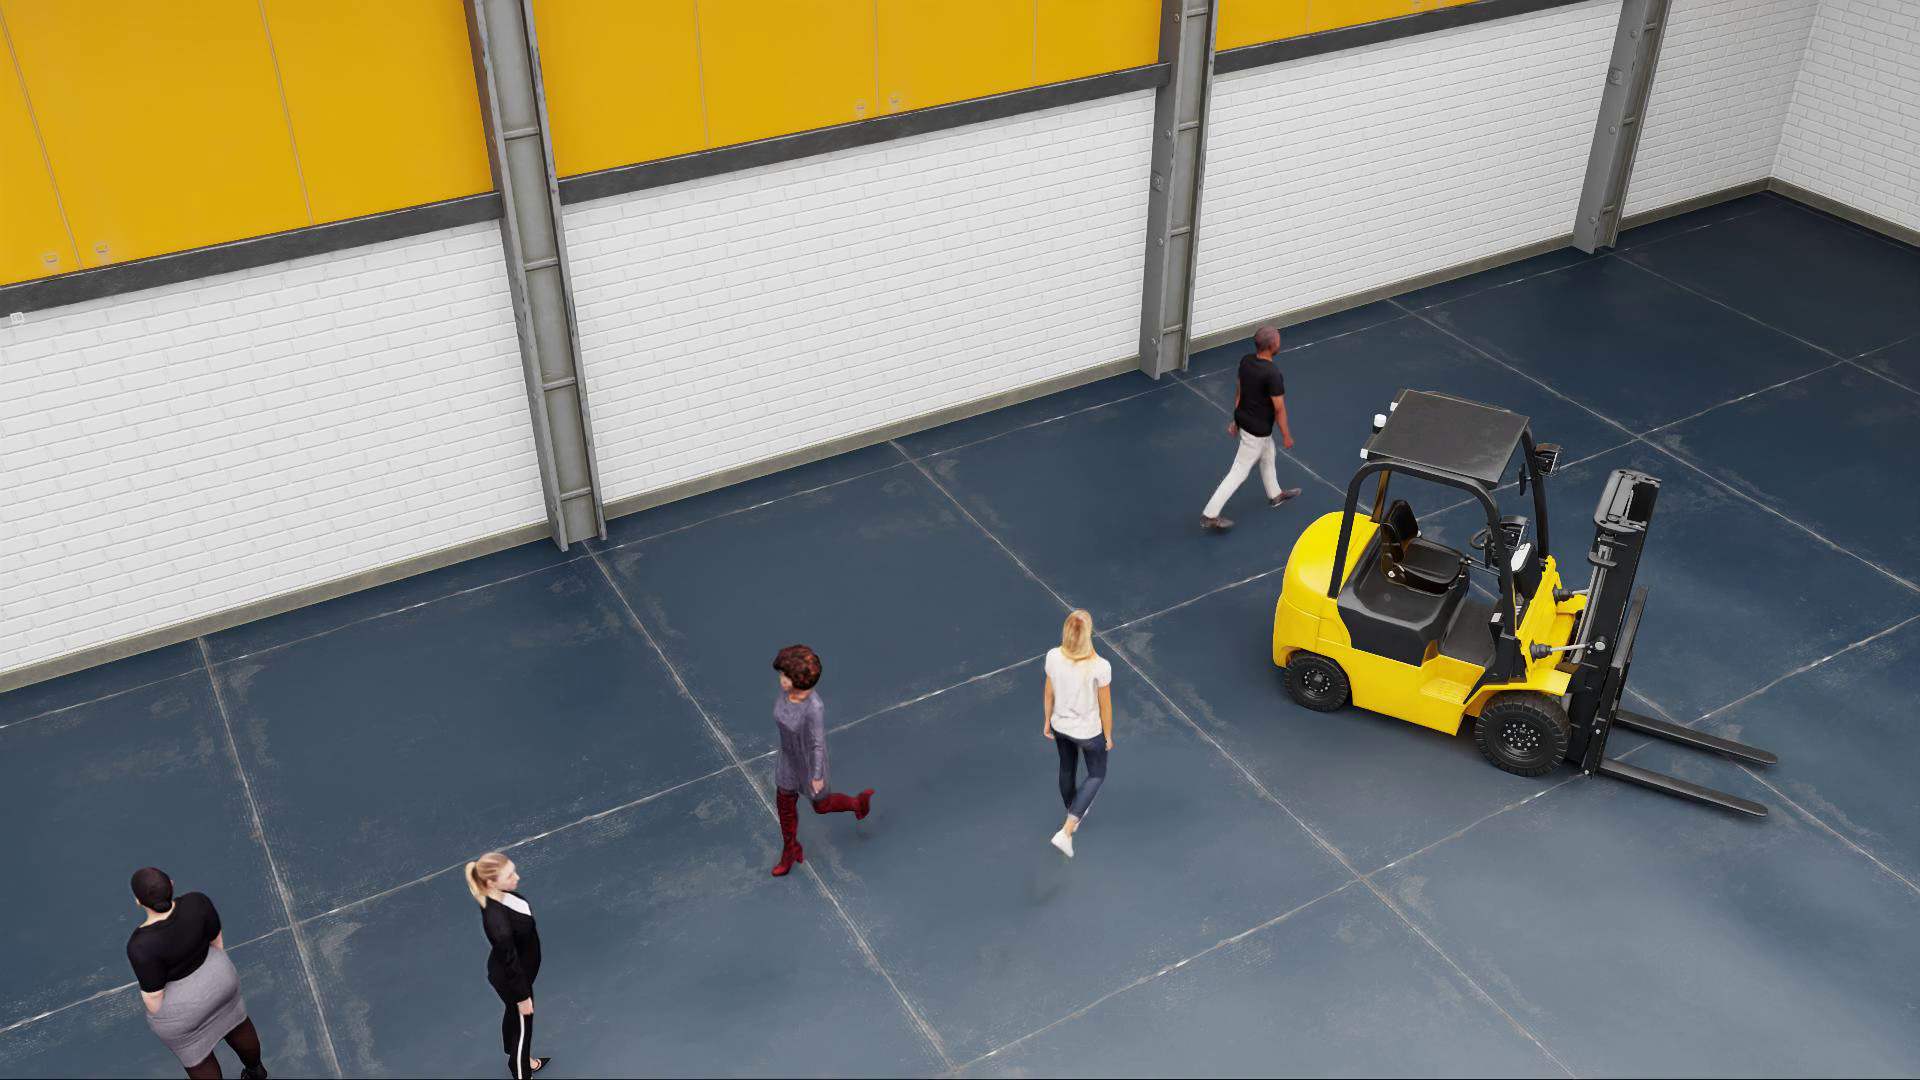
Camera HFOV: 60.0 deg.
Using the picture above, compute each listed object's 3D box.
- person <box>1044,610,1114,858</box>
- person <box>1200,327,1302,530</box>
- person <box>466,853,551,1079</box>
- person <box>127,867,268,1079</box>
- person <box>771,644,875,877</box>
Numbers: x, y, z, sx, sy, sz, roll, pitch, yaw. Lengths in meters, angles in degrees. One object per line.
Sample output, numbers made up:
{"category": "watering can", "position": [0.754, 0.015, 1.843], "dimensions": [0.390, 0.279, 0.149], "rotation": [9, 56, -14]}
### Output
{"category": "person", "position": [0.709, 1.240, 10.390], "dimensions": [0.885, 1.798, 1.020], "rotation": [16, 37, 23]}
{"category": "person", "position": [2.340, -0.863, 13.595], "dimensions": [1.305, 1.751, 0.779], "rotation": [-13, 36, -19]}
{"category": "person", "position": [-2.385, 2.317, 8.853], "dimensions": [0.551, 1.704, 0.639], "rotation": [-13, 36, -19]}
{"category": "person", "position": [-4.005, 2.377, 8.713], "dimensions": [0.833, 1.760, 0.737], "rotation": [16, 37, 23]}
{"category": "person", "position": [-0.896, 1.350, 10.323], "dimensions": [1.054, 1.689, 0.721], "rotation": [-26, 42, -33]}
